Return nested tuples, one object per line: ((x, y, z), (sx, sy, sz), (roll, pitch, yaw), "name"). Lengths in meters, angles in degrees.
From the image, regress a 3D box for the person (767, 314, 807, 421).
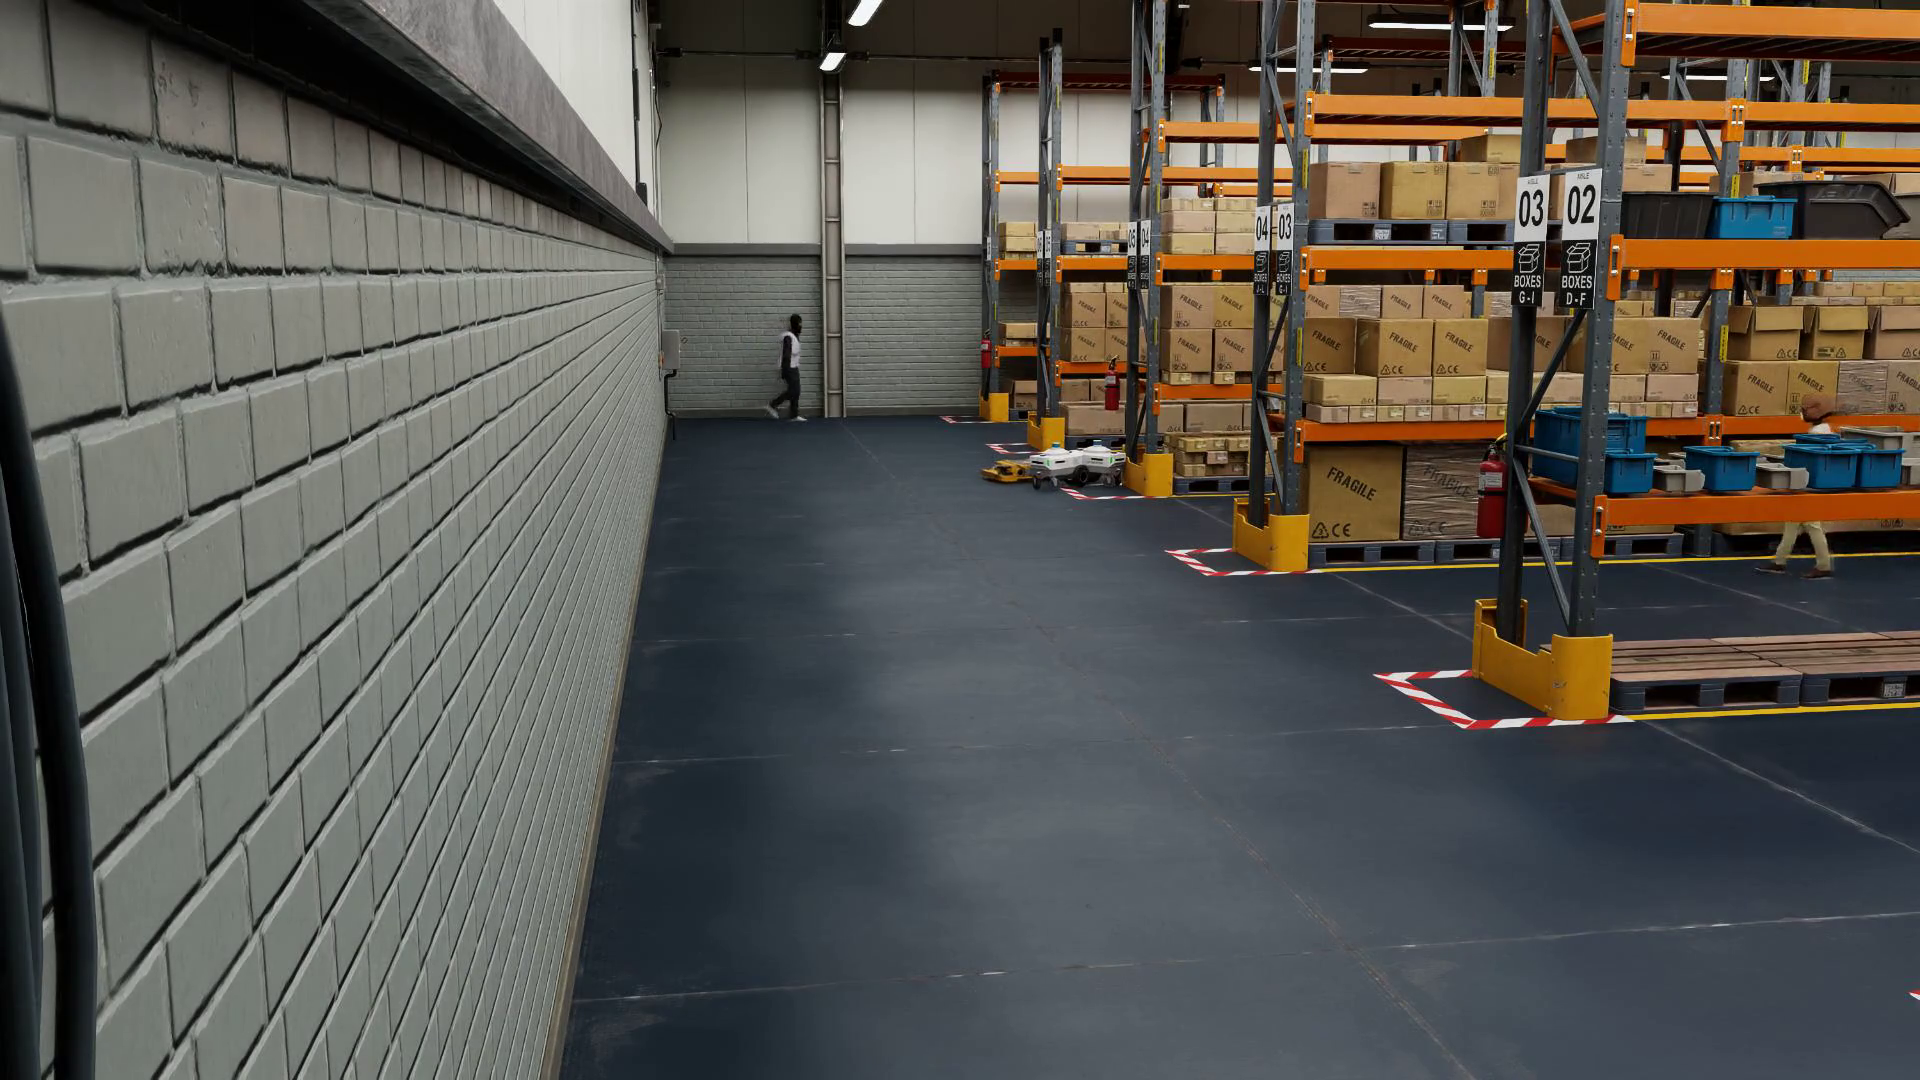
((-3.030, -3.015, 29.187), (0.579, 1.898, 0.621), (2, 9, 10), "person")

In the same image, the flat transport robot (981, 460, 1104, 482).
((1.053, -0.906, 21.176), (1.431, 0.197, 0.652), (-4, 10, -22), "flat transport robot")

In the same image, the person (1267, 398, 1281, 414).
((4.569, -2.235, 24.251), (0.359, 1.938, 0.545), (-4, 10, -22), "person")

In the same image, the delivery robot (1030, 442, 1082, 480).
((1.168, -0.945, 20.255), (0.477, 0.478, 0.707), (8, 12, 42), "delivery robot")

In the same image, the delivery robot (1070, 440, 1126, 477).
((1.695, -0.990, 20.538), (0.707, 0.478, 0.477), (8, 12, 41), "delivery robot")

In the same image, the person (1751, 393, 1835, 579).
((7.238, -0.467, 14.341), (0.597, 1.608, 0.533), (4, 10, 22), "person")
